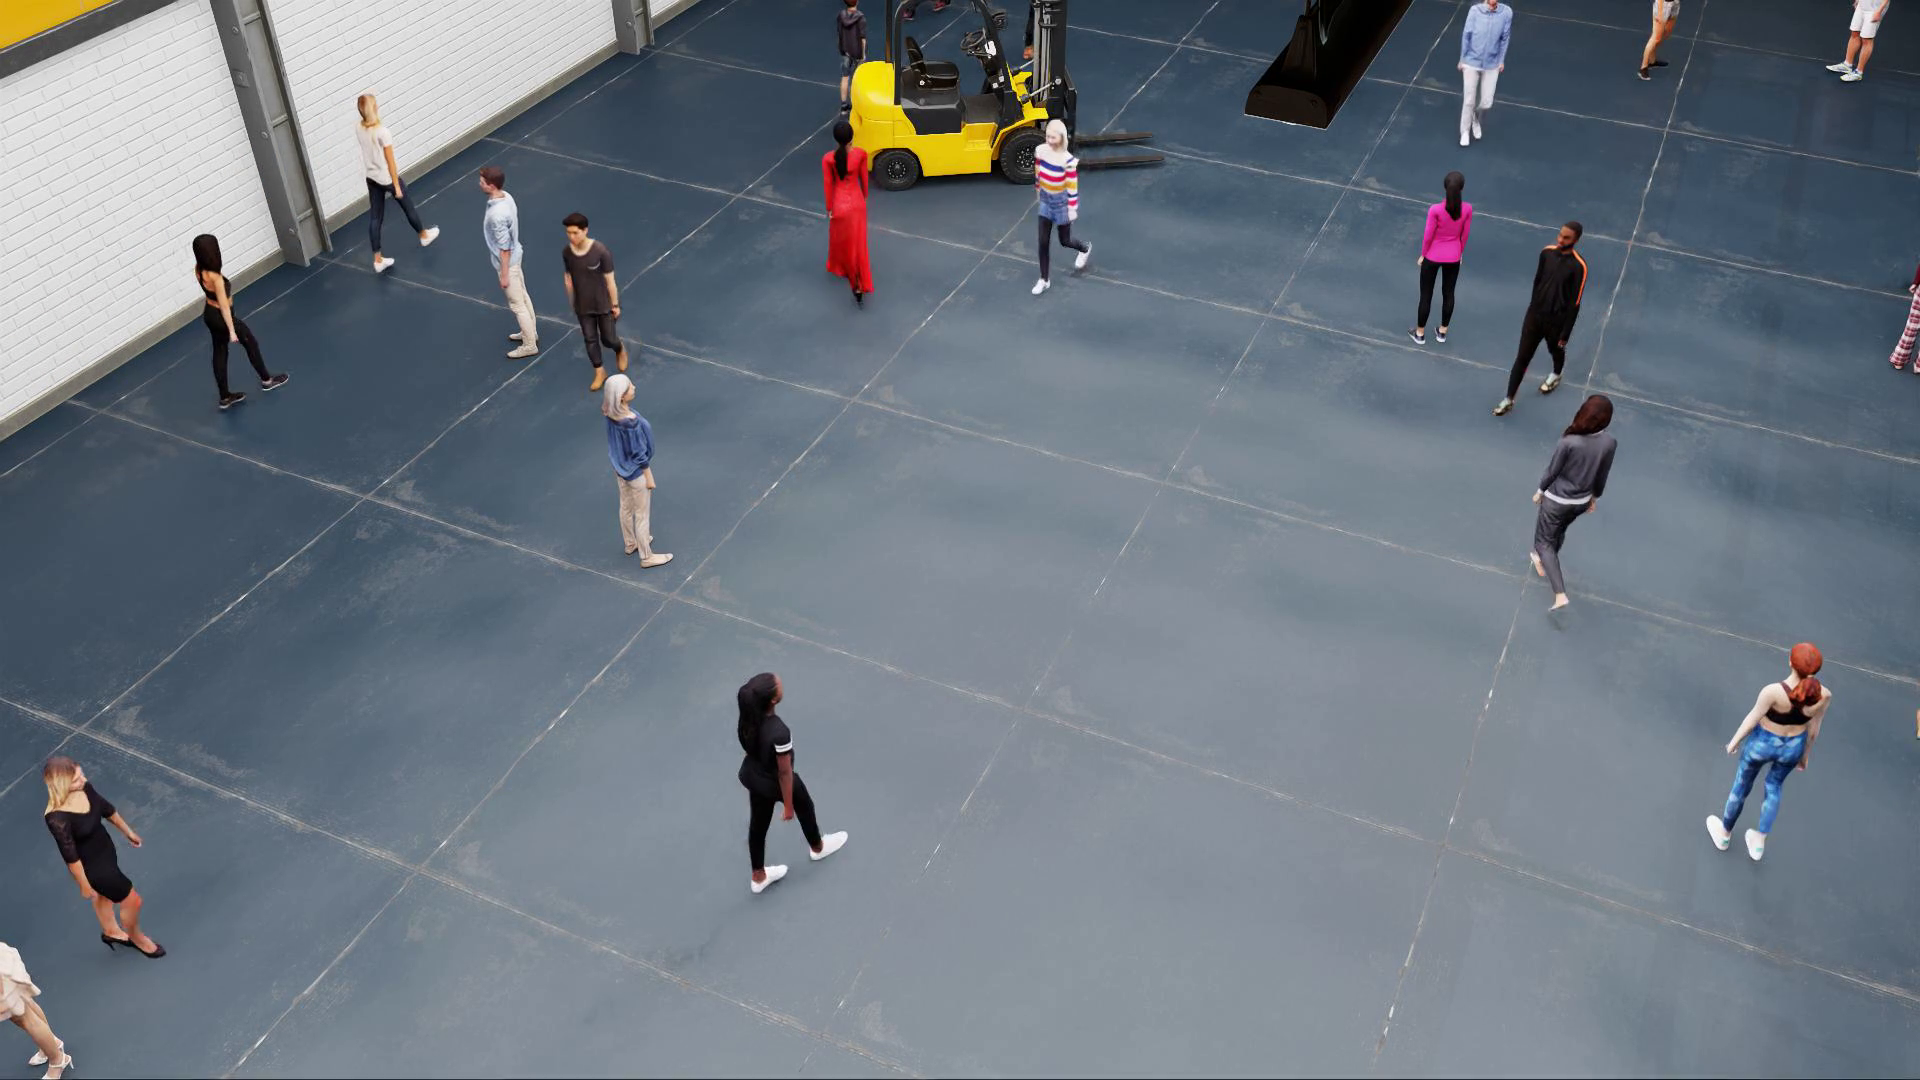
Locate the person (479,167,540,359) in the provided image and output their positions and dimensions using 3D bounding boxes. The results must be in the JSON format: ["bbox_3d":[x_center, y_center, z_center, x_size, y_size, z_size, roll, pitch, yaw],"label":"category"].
[{"bbox_3d":[-4.094,-2.529,15.087,0.792,1.847,0.668,-4,39,-5],"label":"person"}]

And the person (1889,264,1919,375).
[{"bbox_3d":[8.776,-2.263,14.874,0.629,1.697,0.527,20,43,24],"label":"person"}]

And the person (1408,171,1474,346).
[{"bbox_3d":[4.437,-2.587,15.287,0.672,1.699,0.697,-3,39,-4],"label":"person"}]

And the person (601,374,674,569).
[{"bbox_3d":[-2.516,-0.539,12.723,0.700,1.697,0.695,-28,46,-30],"label":"person"}]

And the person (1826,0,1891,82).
[{"bbox_3d":[11.005,-6.472,20.017,0.826,1.856,0.705,-4,39,-5],"label":"person"}]

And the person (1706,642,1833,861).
[{"bbox_3d":[5.027,1.355,10.284,0.706,1.782,0.760,6,39,7],"label":"person"}]

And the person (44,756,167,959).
[{"bbox_3d":[-5.132,1.886,9.709,0.773,1.659,0.705,-9,39,-11],"label":"person"}]

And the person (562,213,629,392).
[{"bbox_3d":[-3.215,-2.157,14.738,0.733,1.702,0.841,6,39,8],"label":"person"}]

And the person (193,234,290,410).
[{"bbox_3d":[-6.471,-1.861,14.434,0.655,1.618,0.912,22,43,25],"label":"person"}]

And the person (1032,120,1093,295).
[{"bbox_3d":[0.989,-3.272,16.075,0.806,1.776,1.124,25,45,28],"label":"person"}]

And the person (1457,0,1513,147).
[{"bbox_3d":[5.850,-5.379,18.628,0.737,1.881,0.735,8,39,10],"label":"person"}]

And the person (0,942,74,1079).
[{"bbox_3d":[-5.218,2.367,9.044,0.666,1.738,0.654,-25,45,-28],"label":"person"}]

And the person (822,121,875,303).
[{"bbox_3d":[-1.049,-3.104,15.905,1.110,1.735,1.200,-11,40,-14],"label":"person"}]

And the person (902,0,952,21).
[{"bbox_3d":[-0.378,-7.696,21.633,1.235,1.763,1.062,-21,43,-24],"label":"person"}]

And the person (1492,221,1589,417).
[{"bbox_3d":[5.173,-1.952,14.435,1.299,1.760,0.962,-30,47,-32],"label":"person"}]

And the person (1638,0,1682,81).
[{"bbox_3d":[8.527,-6.486,20.068,0.947,1.815,0.807,32,48,33],"label":"person"}]

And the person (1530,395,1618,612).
[{"bbox_3d":[4.531,-0.262,12.329,0.974,1.746,1.124,-6,39,-7],"label":"person"}]

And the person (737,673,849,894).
[{"bbox_3d":[-1.211,1.519,10.130,1.038,1.709,0.850,-31,48,-33],"label":"person"}]

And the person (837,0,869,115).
[{"bbox_3d":[-1.275,-5.657,19.356,0.578,1.409,0.990,13,40,16],"label":"person"}]

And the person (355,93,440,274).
[{"bbox_3d":[-5.716,-3.467,16.333,0.628,1.759,1.119,15,41,18],"label":"person"}]
